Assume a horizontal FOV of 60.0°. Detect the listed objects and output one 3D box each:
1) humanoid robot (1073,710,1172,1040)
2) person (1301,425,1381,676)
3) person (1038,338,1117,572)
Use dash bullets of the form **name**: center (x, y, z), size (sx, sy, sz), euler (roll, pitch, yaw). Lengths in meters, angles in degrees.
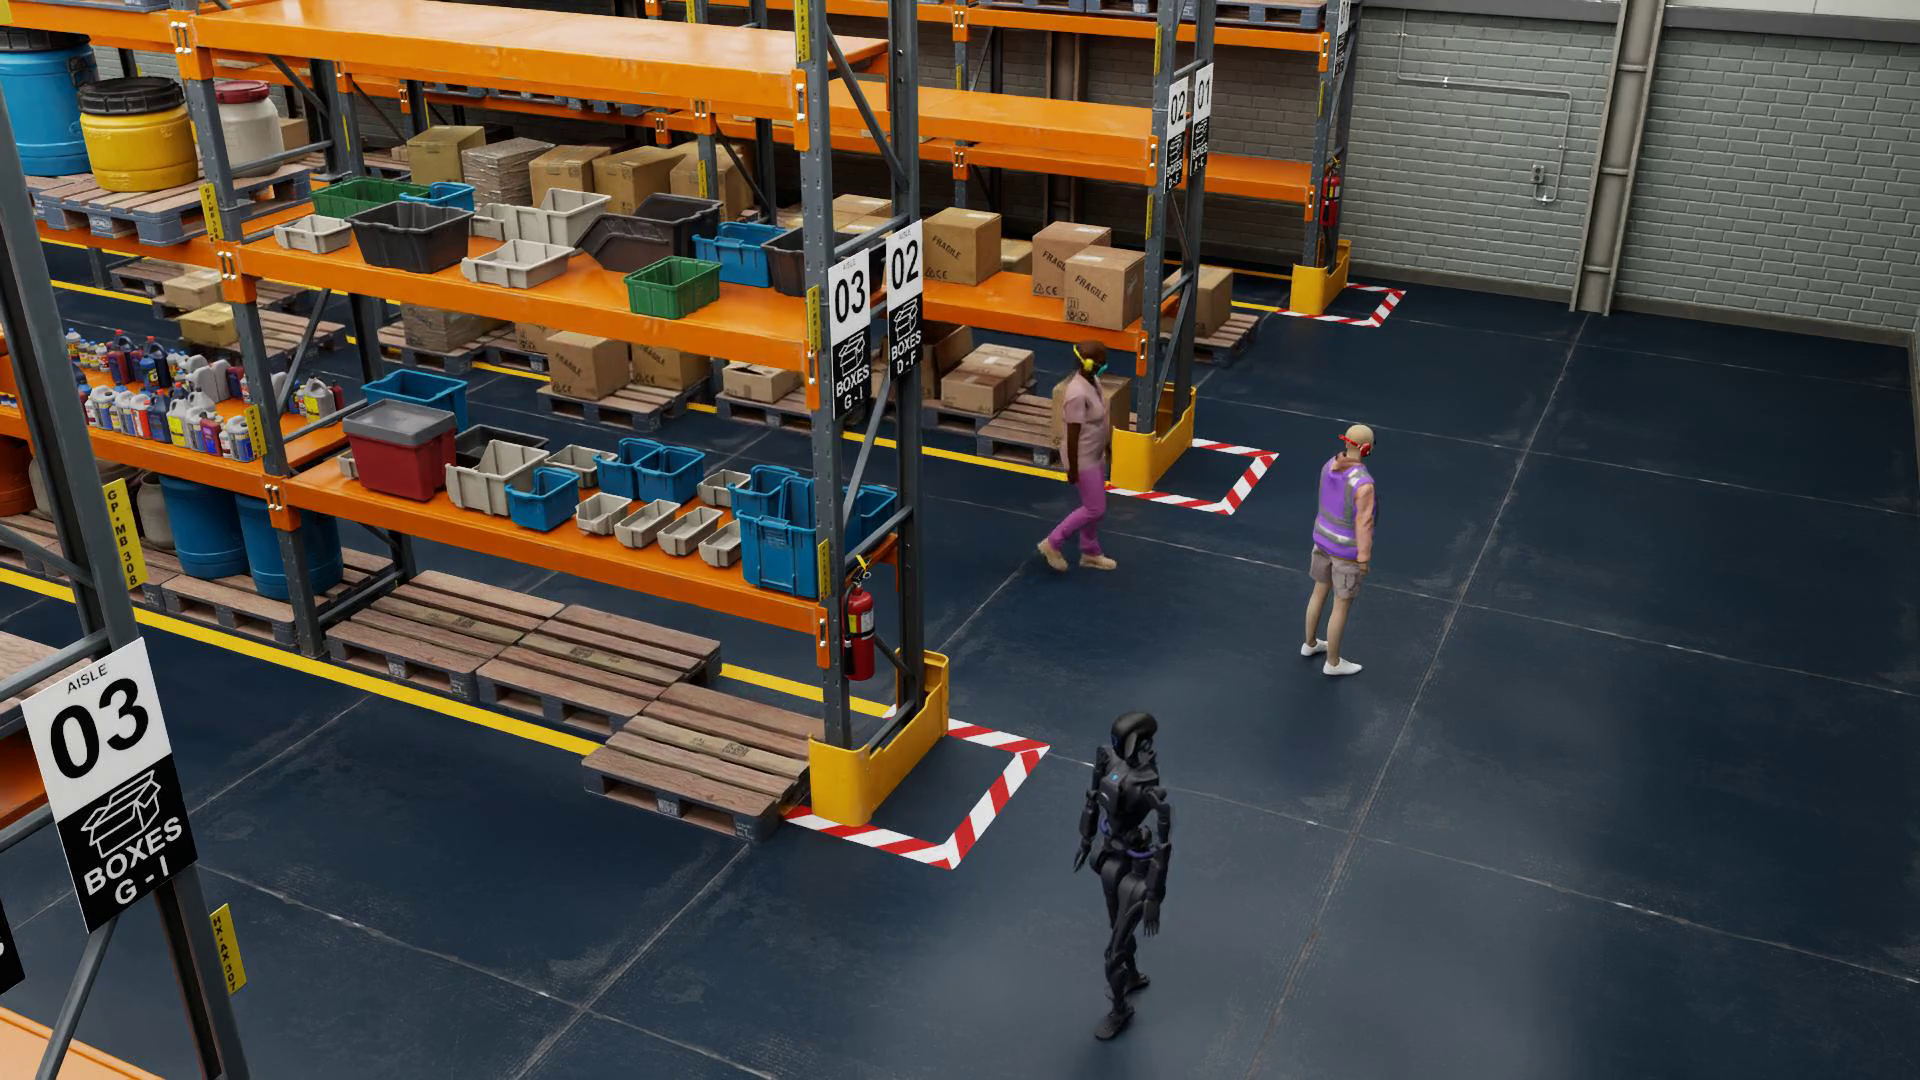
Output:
- **humanoid robot**: center (0.732, 1.509, 7.665), size (0.567, 1.641, 0.601), euler (-16, 31, -30)
- **person**: center (2.430, 0.059, 10.586), size (0.350, 1.688, 0.489), euler (-11, 28, -21)
- **person**: center (0.882, -0.575, 11.753), size (0.442, 1.783, 0.505), euler (7, 27, 14)
